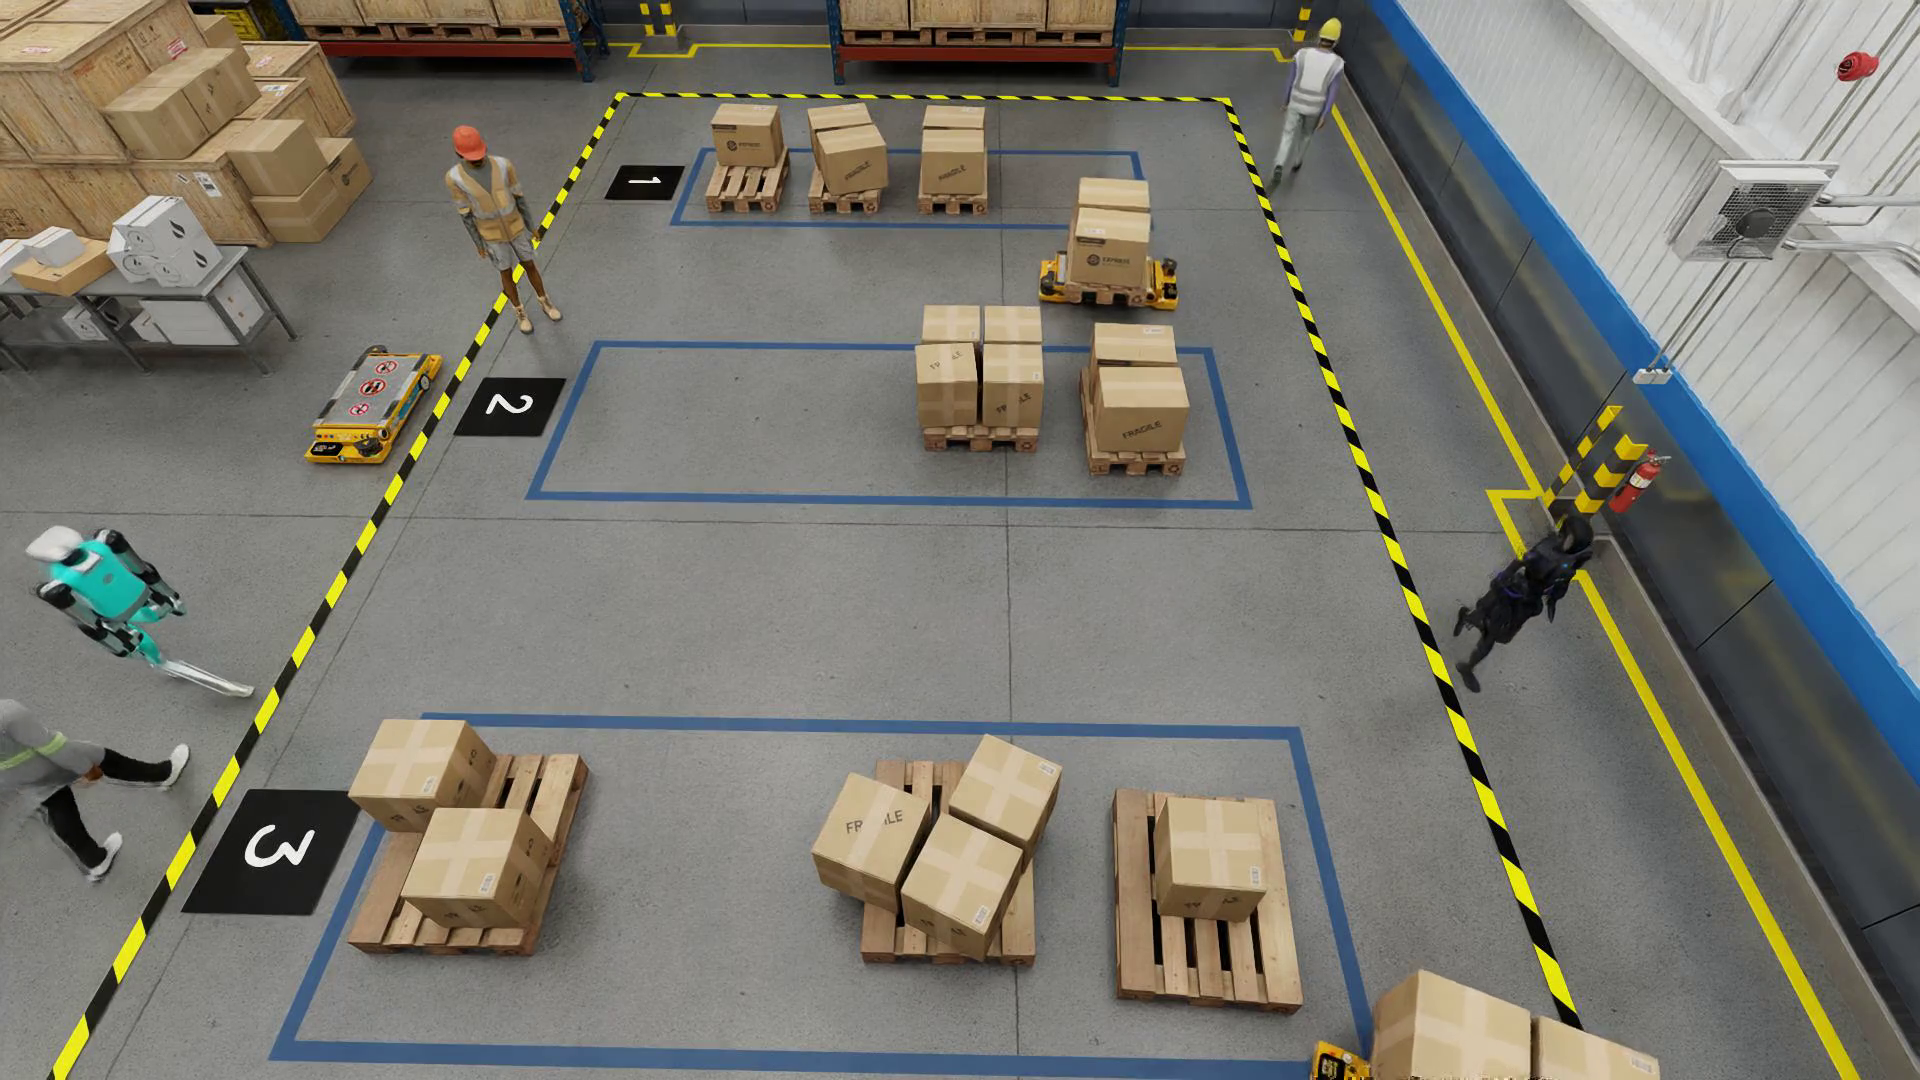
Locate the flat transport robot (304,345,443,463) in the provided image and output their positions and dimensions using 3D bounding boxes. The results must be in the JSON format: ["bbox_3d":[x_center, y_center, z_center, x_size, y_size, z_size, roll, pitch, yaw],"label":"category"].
[{"bbox_3d":[-5.383,-1.269,8.441,0.659,0.231,1.431,1,50,1],"label":"flat transport robot"}]

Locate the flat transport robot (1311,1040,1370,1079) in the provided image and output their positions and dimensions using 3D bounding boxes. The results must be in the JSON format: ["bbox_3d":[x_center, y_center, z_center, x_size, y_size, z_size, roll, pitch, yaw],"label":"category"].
[{"bbox_3d":[2.517,3.176,4.662,1.431,0.197,0.652,17,52,14],"label":"flat transport robot"}]

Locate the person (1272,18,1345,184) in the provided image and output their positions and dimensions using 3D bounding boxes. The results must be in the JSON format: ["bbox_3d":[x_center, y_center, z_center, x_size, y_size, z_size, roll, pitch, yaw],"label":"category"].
[{"bbox_3d":[4.027,-5.054,10.637,0.590,1.808,0.788,20,53,16],"label":"person"}]

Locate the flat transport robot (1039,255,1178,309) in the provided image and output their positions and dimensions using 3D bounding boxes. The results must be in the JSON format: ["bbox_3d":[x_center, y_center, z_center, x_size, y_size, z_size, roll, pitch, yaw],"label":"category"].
[{"bbox_3d":[1.570,-2.756,9.681,1.431,0.197,0.652,5,50,4],"label":"flat transport robot"}]

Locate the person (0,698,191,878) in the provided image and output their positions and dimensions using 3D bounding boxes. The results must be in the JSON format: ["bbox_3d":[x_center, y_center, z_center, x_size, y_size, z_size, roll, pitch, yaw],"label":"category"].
[{"bbox_3d":[-5.360,1.225,5.325,0.609,1.807,0.883,-7,50,-6],"label":"person"}]

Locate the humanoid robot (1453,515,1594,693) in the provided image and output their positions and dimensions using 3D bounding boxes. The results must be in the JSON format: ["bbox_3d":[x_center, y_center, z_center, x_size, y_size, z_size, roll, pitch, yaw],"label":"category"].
[{"bbox_3d":[3.701,0.348,6.156,0.614,1.633,0.565,-7,50,-6],"label":"humanoid robot"}]

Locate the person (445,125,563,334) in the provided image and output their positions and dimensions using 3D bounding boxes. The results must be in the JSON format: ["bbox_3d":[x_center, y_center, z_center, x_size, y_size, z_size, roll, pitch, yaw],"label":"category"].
[{"bbox_3d":[-4.315,-2.918,8.681,0.605,2.036,0.379,-31,56,-23],"label":"person"}]

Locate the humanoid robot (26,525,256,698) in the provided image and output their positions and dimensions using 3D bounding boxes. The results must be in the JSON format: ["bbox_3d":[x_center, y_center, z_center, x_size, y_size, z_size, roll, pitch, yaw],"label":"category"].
[{"bbox_3d":[-5.519,0.506,6.011,1.047,1.752,0.540,10,50,8],"label":"humanoid robot"}]
